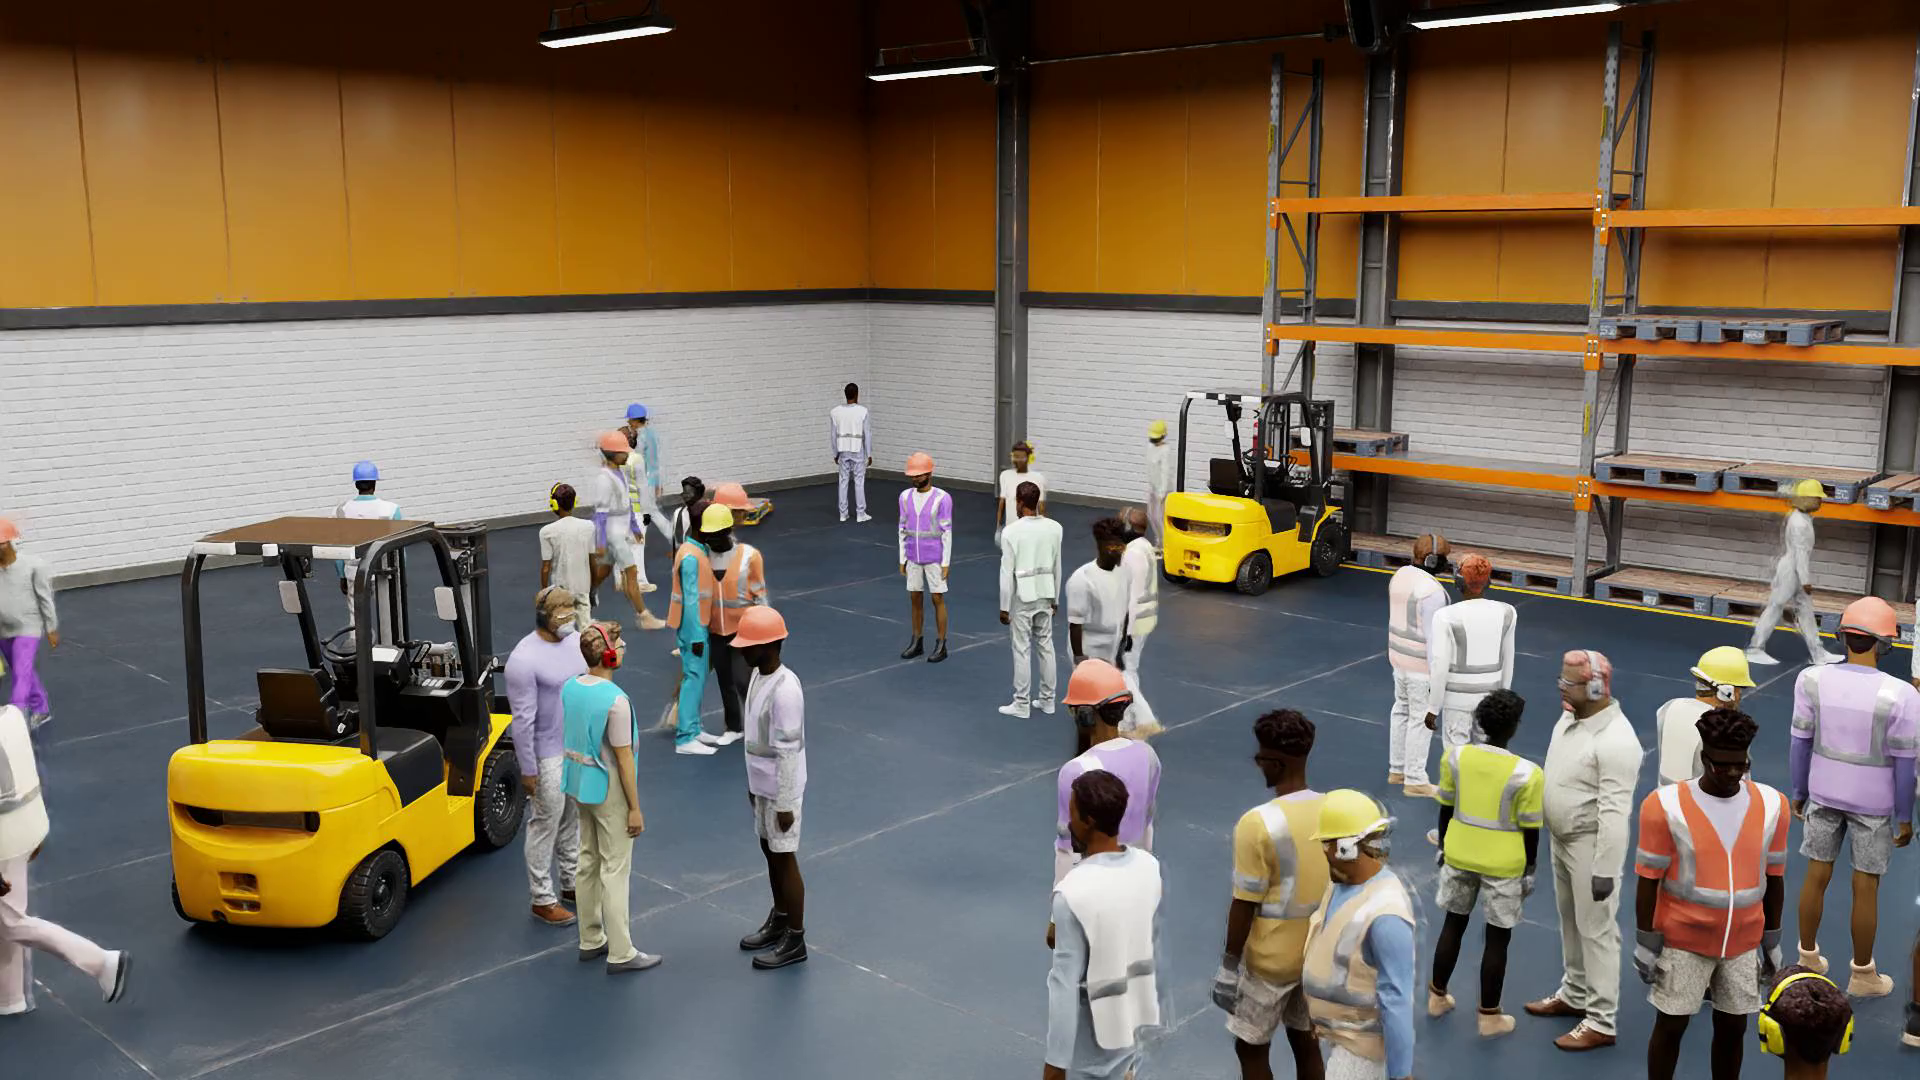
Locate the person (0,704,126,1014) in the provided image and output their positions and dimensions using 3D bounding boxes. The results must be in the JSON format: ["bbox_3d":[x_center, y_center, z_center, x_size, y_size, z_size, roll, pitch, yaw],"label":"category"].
[{"bbox_3d":[-4.510,1.428,8.042,0.764,1.899,0.597,-2,10,-10],"label":"person"}]

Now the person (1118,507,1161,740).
[{"bbox_3d":[1.300,0.665,12.681,0.456,1.816,0.710,2,10,13],"label":"person"}]

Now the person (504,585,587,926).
[{"bbox_3d":[-2.260,1.191,9.299,0.388,1.928,0.638,4,11,23],"label":"person"}]

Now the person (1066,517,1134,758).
[{"bbox_3d":[0.976,0.784,11.593,0.498,1.937,0.610,9,14,43],"label":"person"}]

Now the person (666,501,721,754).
[{"bbox_3d":[-1.981,0.651,12.436,0.397,1.905,0.594,0,10,0],"label":"person"}]

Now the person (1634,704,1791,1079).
[{"bbox_3d":[3.061,1.615,6.805,0.610,1.955,0.389,0,10,1],"label":"person"}]

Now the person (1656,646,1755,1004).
[{"bbox_3d":[3.712,1.417,8.314,0.403,1.820,0.602,-2,10,-13],"label":"person"}]

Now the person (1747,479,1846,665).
[{"bbox_3d":[7.554,0.307,14.908,0.848,1.705,0.513,6,12,30],"label":"person"}]

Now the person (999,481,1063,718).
[{"bbox_3d":[0.576,0.479,13.393,0.589,1.911,0.384,-7,12,-35],"label":"person"}]

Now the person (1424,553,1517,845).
[{"bbox_3d":[3.182,1.017,10.406,0.575,1.883,0.362,-3,10,-14],"label":"person"}]

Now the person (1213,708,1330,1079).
[{"bbox_3d":[1.292,1.643,6.651,0.691,1.956,0.405,-8,13,-40],"label":"person"}]

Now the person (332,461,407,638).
[{"bbox_3d":[-5.102,0.285,14.423,0.605,1.940,0.415,0,10,-1],"label":"person"}]

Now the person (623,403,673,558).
[{"bbox_3d":[-3.769,-0.715,20.200,0.942,1.912,0.593,0,10,-1],"label":"person"}]

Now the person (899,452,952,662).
[{"bbox_3d":[-0.337,0.156,15.184,0.545,1.929,0.390,5,11,28],"label":"person"}]

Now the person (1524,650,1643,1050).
[{"bbox_3d":[2.948,1.452,7.907,0.396,1.899,0.664,0,10,-2],"label":"person"}]

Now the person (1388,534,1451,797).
[{"bbox_3d":[3.178,0.859,11.465,0.429,1.832,0.634,-2,10,-10],"label":"person"}]

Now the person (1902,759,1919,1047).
[{"bbox_3d":[4.862,1.438,7.942,1.039,1.910,0.626,-9,14,-43],"label":"person"}]

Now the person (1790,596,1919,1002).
[{"bbox_3d":[4.500,1.292,8.384,0.382,2.043,0.605,-8,13,-38],"label":"person"}]

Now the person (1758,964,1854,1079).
[{"bbox_3d":[2.253,2.063,4.522,0.517,1.860,0.322,2,10,10],"label":"person"}]

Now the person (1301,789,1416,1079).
[{"bbox_3d":[1.570,1.810,6.224,0.779,1.782,0.604,0,10,-1],"label":"person"}]

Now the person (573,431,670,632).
[{"bbox_3d":[-3.408,-0.082,16.365,1.045,1.999,0.630,0,10,1],"label":"person"}]

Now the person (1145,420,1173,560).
[{"bbox_3d":[2.391,-0.606,20.083,0.447,1.723,0.571,-3,11,-19],"label":"person"}]

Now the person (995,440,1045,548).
[{"bbox_3d":[0.646,-0.112,16.984,0.518,1.845,0.717,5,11,27],"label":"person"}]

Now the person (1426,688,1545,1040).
[{"bbox_3d":[2.529,1.541,7.994,0.541,1.683,0.329,10,14,44],"label":"person"}]

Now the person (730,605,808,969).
[{"bbox_3d":[-1.004,1.286,8.747,0.387,1.929,0.547,-4,11,-22],"label":"person"}]

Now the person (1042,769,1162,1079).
[{"bbox_3d":[0.533,1.771,6.065,0.493,1.899,0.612,8,12,37],"label":"person"}]

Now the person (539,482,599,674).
[{"bbox_3d":[-3.213,0.454,13.689,0.509,1.860,0.334,-7,12,-36],"label":"person"}]

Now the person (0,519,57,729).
[{"bbox_3d":[-7.310,0.686,12.786,0.581,1.697,0.905,0,10,0],"label":"person"}]

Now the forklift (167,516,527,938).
[{"bbox_3d":[-3.583,0.976,9.748,1.214,2.155,2.313,2,10,11],"label":"forklift"}]

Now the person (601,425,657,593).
[{"bbox_3d":[-3.619,-0.336,18.228,0.626,1.844,0.429,7,12,33],"label":"person"}]

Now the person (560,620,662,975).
[{"bbox_3d":[-1.860,1.338,8.666,0.390,1.850,0.563,-10,14,-44],"label":"person"}]

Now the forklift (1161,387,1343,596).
[{"bbox_3d":[3.298,-0.608,18.767,1.214,2.155,2.313,9,13,42],"label":"forklift"}]

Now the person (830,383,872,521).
[{"bbox_3d":[-1.496,-1.208,22.969,0.593,1.919,0.392,3,10,17],"label":"person"}]

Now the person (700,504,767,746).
[{"bbox_3d":[-1.732,0.651,12.467,0.606,1.894,0.544,3,10,17],"label":"person"}]

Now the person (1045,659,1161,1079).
[{"bbox_3d":[0.589,1.516,7.167,0.407,2.029,0.612,9,13,41],"label":"person"}]

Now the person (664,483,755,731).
[{"bbox_3d":[-1.804,0.538,12.856,1.064,1.985,0.622,-4,11,-24],"label":"person"}]

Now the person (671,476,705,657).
[{"bbox_3d":[-2.439,0.254,15.267,0.537,1.700,0.318,6,11,30],"label":"person"}]
